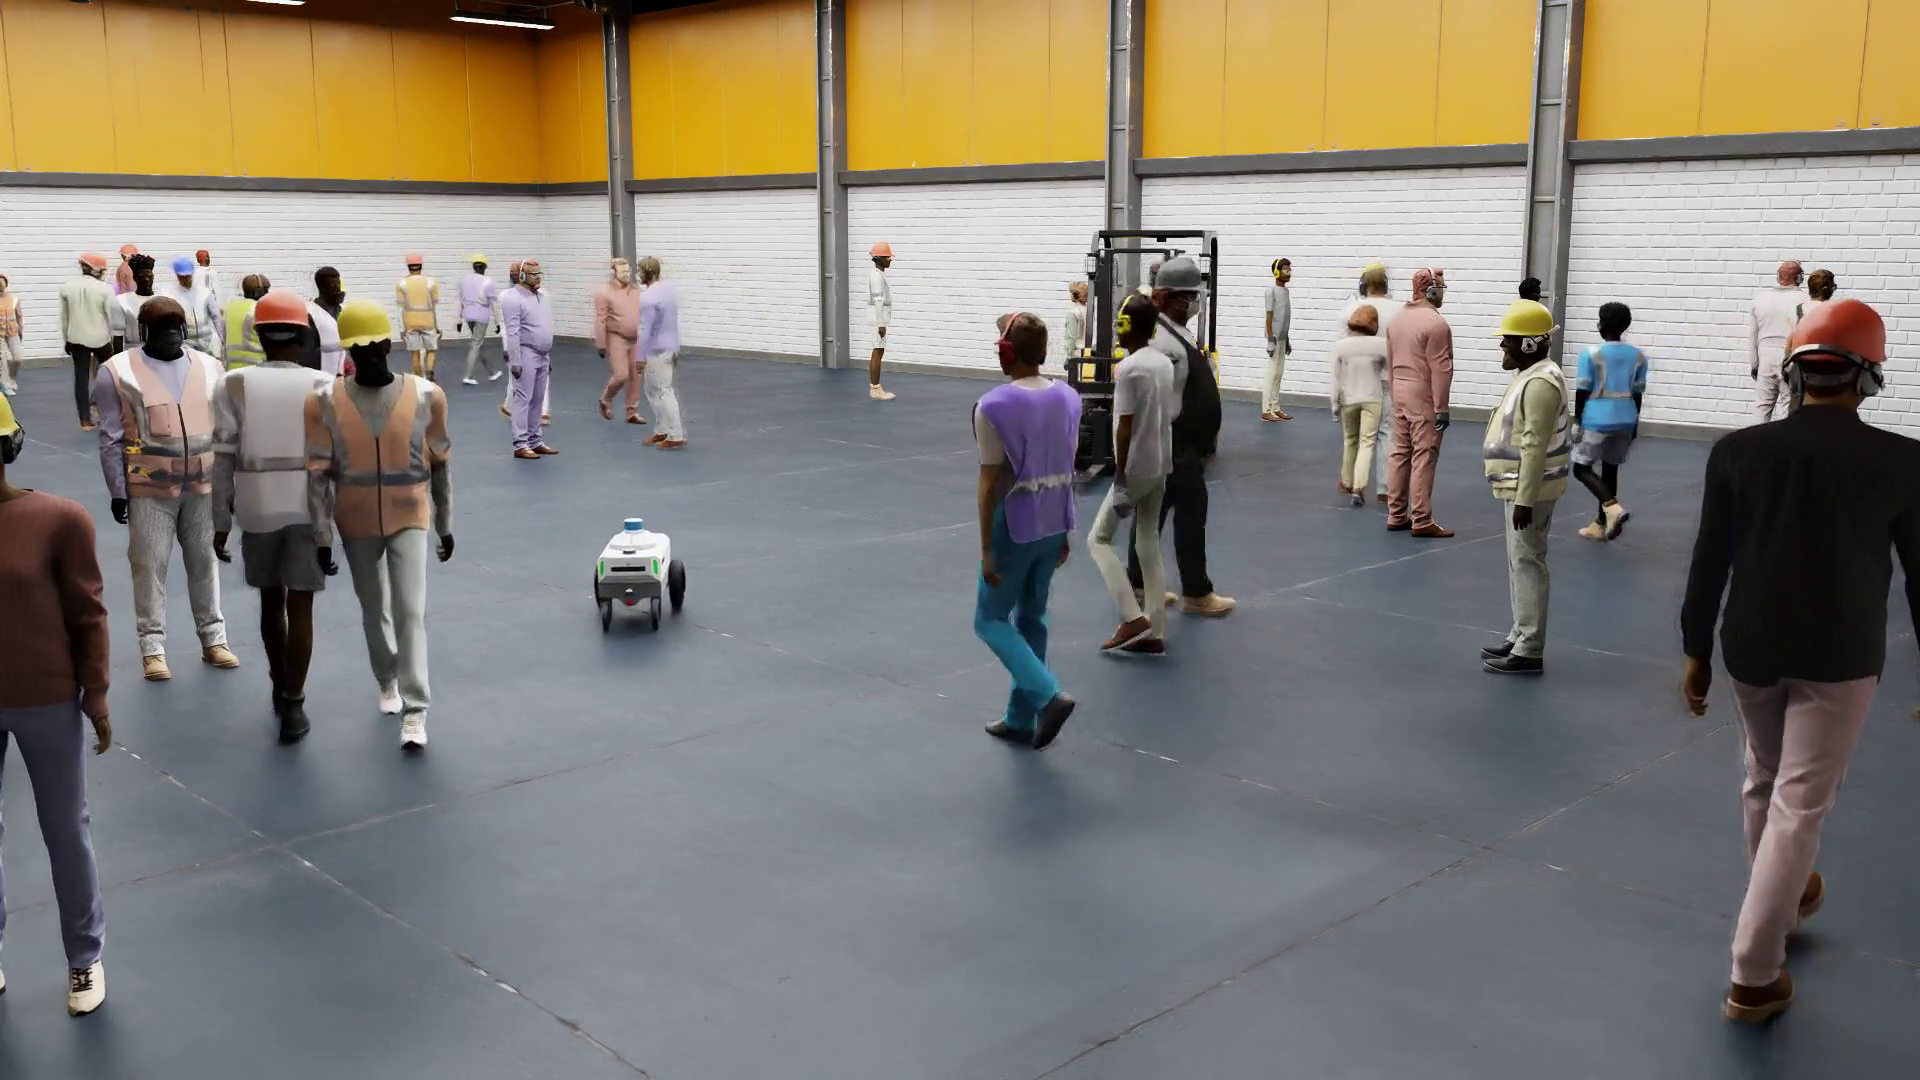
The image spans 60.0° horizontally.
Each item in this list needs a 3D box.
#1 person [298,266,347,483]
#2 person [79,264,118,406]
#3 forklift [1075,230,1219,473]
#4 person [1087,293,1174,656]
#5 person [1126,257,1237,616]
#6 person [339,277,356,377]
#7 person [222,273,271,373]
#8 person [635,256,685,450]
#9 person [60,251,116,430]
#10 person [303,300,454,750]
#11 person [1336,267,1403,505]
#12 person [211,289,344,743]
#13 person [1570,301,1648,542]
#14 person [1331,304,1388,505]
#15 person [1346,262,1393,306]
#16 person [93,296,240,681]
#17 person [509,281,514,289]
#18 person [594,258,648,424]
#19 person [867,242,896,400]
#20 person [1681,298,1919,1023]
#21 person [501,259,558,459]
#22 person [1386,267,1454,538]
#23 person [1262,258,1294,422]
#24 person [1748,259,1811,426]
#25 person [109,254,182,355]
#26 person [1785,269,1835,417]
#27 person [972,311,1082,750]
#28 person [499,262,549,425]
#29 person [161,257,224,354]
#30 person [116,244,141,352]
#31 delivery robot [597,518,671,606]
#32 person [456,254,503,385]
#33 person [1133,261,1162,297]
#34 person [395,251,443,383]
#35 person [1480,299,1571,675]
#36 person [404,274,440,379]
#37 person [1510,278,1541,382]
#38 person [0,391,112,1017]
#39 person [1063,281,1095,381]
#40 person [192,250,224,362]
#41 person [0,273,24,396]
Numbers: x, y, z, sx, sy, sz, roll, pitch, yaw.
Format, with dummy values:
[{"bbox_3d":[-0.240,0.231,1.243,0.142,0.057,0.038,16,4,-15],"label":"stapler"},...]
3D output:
[{"bbox_3d":[-5.272,-1.377,14.143,1.005,1.863,0.613,1,10,4],"label":"person"},{"bbox_3d":[-10.775,-2.667,21.039,0.549,1.919,0.771,5,11,25],"label":"person"},{"bbox_3d":[1.804,-1.825,15.677,1.214,2.155,2.313,2,11,13],"label":"forklift"},{"bbox_3d":[0.894,-0.317,8.435,0.463,1.840,0.520,9,14,40],"label":"person"},{"bbox_3d":[1.304,-0.602,9.424,0.811,2.000,0.688,2,11,13],"label":"person"},{"bbox_3d":[-6.275,-1.790,16.719,0.677,1.743,0.531,5,12,27],"label":"person"},{"bbox_3d":[-6.472,-1.523,15.162,0.636,1.794,0.973,8,13,36],"label":"person"},{"bbox_3d":[-3.027,-1.843,16.501,0.652,1.923,0.678,2,11,11],"label":"person"},{"bbox_3d":[-9.563,-2.188,18.318,0.705,1.954,0.585,-1,10,-5],"label":"person"},{"bbox_3d":[-2.471,-0.088,7.112,0.587,1.866,1.034,-3,11,-15],"label":"person"},{"bbox_3d":[3.346,-1.245,13.432,0.649,1.879,0.863,0,10,2],"label":"person"},{"bbox_3d":[-2.905,-0.130,7.233,0.576,1.894,0.876,-3,11,-14],"label":"person"},{"bbox_3d":[4.480,-0.794,11.432,0.548,1.682,0.525,-3,11,-15],"label":"person"},{"bbox_3d":[3.214,-1.093,13.314,0.494,1.591,0.826,5,12,26],"label":"person"},{"bbox_3d":[4.648,-2.220,18.825,0.600,1.827,0.404,-4,11,-20],"label":"person"},{"bbox_3d":[-3.815,-0.256,8.082,0.627,1.845,0.429,-10,14,-42],"label":"person"},{"bbox_3d":[-8.093,-4.334,30.925,0.516,1.609,0.564,-1,10,-8],"label":"person"},{"bbox_3d":[-3.809,-2.241,18.802,0.499,1.887,0.663,9,14,40],"label":"person"},{"bbox_3d":[-1.022,-2.839,21.616,0.378,2.045,0.605,-1,10,-5],"label":"person"},{"bbox_3d":[2.431,0.312,4.668,0.960,1.948,0.630,-8,13,-38],"label":"person"},{"bbox_3d":[-4.113,-1.741,16.003,0.402,1.906,0.652,3,11,15],"label":"person"},{"bbox_3d":[3.291,-0.973,11.820,0.408,1.908,0.645,-3,11,-18],"label":"person"},{"bbox_3d":[3.677,-2.300,19.152,0.328,1.872,0.514,7,12,33],"label":"person"},{"bbox_3d":[7.588,-1.615,15.303,0.409,1.913,0.645,-8,13,-36],"label":"person"},{"bbox_3d":[-7.302,-1.588,15.004,0.361,1.964,0.614,10,15,44],"label":"person"},{"bbox_3d":[7.279,-1.380,14.203,0.343,1.847,0.507,-5,11,-25],"label":"person"},{"bbox_3d":[0.297,-0.018,6.818,0.570,1.830,0.548,-8,13,-39],"label":"person"},{"bbox_3d":[-4.949,-2.225,18.847,0.605,1.822,1.042,-8,13,-38],"label":"person"},{"bbox_3d":[-8.624,-2.233,18.750,1.057,1.875,0.633,9,14,40],"label":"person"},{"bbox_3d":[-13.408,-3.786,26.922,0.394,1.990,0.618,-10,14,-44],"label":"person"},{"bbox_3d":[-1.812,0.123,9.272,0.477,0.478,0.707,-1,10,-5],"label":"delivery robot"},{"bbox_3d":[-6.907,-3.170,23.919,0.593,1.855,0.966,4,11,20],"label":"person"},{"bbox_3d":[2.218,-2.195,18.656,0.621,1.845,0.429,-5,12,-26],"label":"person"},{"bbox_3d":[-7.132,-2.842,21.956,0.576,1.923,0.475,-3,11,-17],"label":"person"},{"bbox_3d":[2.762,-0.257,8.148,0.403,1.824,0.593,2,11,13],"label":"person"},{"bbox_3d":[-7.894,-3.101,24.270,0.513,1.596,0.858,1,10,6],"label":"person"},{"bbox_3d":[5.950,-1.918,17.564,0.320,1.694,0.531,4,11,21],"label":"person"},{"bbox_3d":[-2.572,0.446,4.476,0.539,1.765,0.329,-2,11,-13],"label":"person"},{"bbox_3d":[1.285,-1.956,17.907,0.307,1.641,0.514,6,12,30],"label":"person"},{"bbox_3d":[-12.618,-3.910,27.894,0.576,1.885,0.355,3,11,16],"label":"person"},{"bbox_3d":[-12.784,-2.741,22.226,0.411,1.628,0.519,9,14,40],"label":"person"}]
